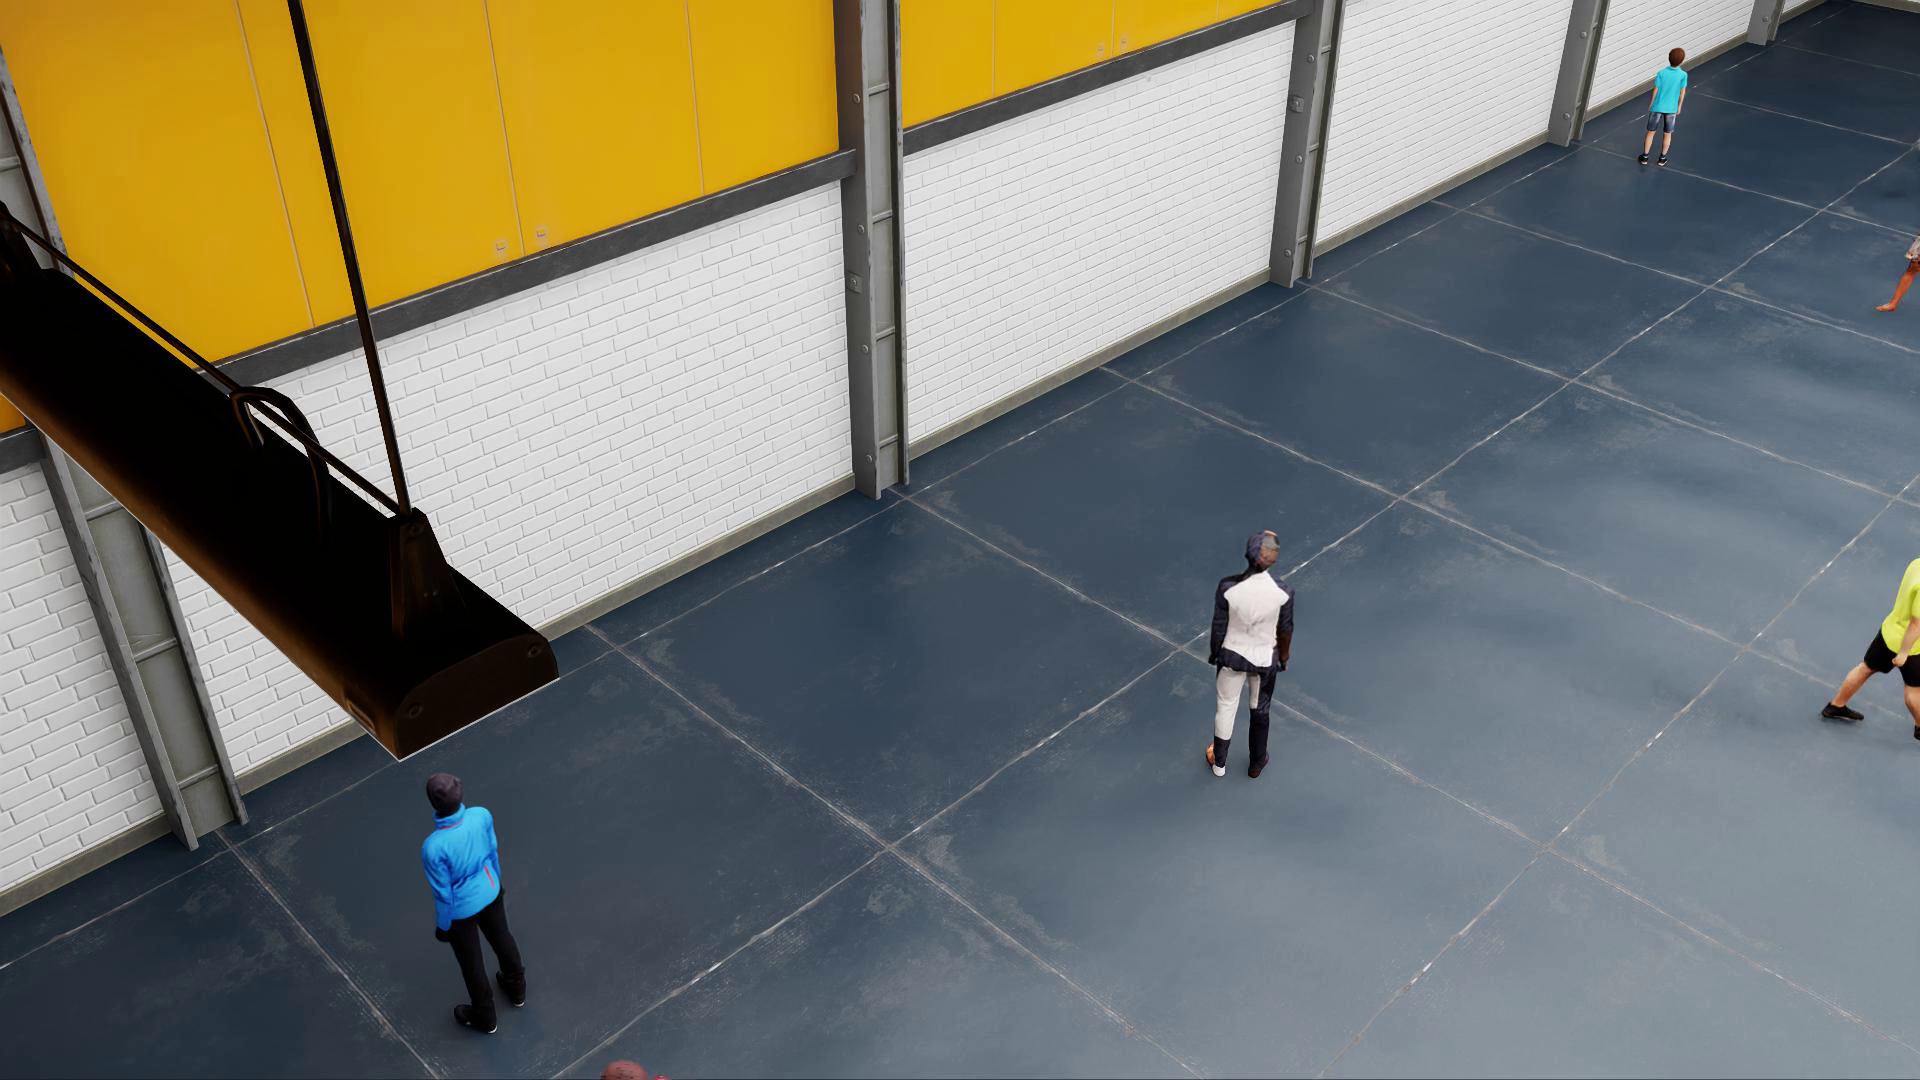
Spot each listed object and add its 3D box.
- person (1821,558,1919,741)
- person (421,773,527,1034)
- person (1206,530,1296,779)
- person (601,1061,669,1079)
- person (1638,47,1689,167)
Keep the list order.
[{"bbox_3d":[6.317,0.635,11.262,1.033,1.663,1.102,8,35,13],"label":"person"},{"bbox_3d":[-2.678,1.981,9.118,0.719,1.794,0.542,20,38,27],"label":"person"},{"bbox_3d":[1.885,0.762,10.863,0.771,1.893,0.799,4,34,6],"label":"person"},{"bbox_3d":[-1.351,3.001,7.572,0.847,1.807,0.730,15,36,21],"label":"person"},{"bbox_3d":[8.669,-5.337,20.439,0.594,1.449,0.610,9,35,14],"label":"person"}]
